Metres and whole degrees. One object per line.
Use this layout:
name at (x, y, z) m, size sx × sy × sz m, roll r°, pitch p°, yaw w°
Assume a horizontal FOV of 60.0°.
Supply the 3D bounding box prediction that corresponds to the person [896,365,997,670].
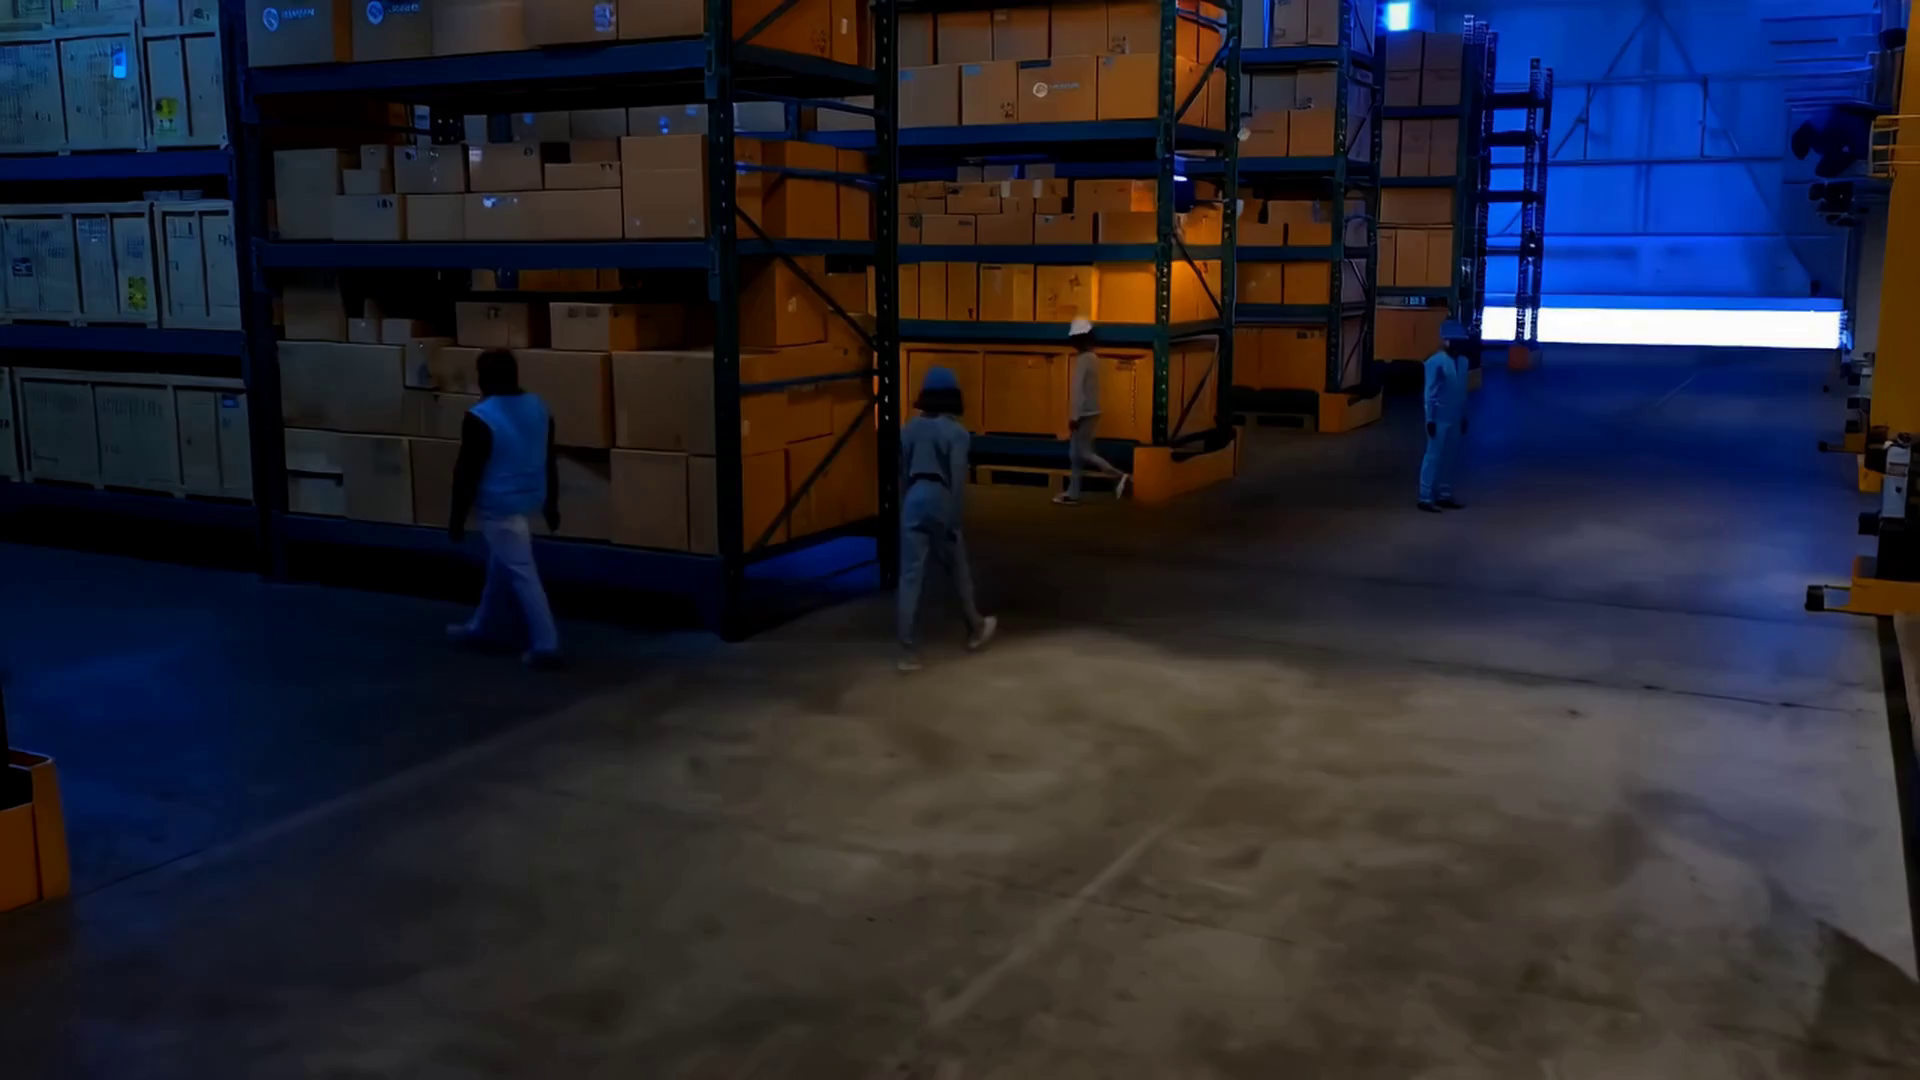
person at (-0.106, -0.148, 9.504) m, size 0.490 × 1.687 × 0.923 m, roll 6°, pitch 11°, yaw 29°

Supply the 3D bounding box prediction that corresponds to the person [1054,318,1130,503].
person at (1.215, -1.173, 15.327) m, size 0.674 × 1.739 × 0.526 m, roll 3°, pitch 10°, yaw 18°

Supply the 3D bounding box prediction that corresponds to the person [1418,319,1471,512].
person at (4.422, -1.123, 15.043) m, size 0.566 × 1.742 × 0.352 m, roll -7°, pitch 12°, yaw -35°

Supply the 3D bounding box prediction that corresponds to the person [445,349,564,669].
person at (-2.619, -0.180, 9.437) m, size 0.948 × 1.789 × 0.652 m, roll 5°, pitch 11°, yaw 25°
